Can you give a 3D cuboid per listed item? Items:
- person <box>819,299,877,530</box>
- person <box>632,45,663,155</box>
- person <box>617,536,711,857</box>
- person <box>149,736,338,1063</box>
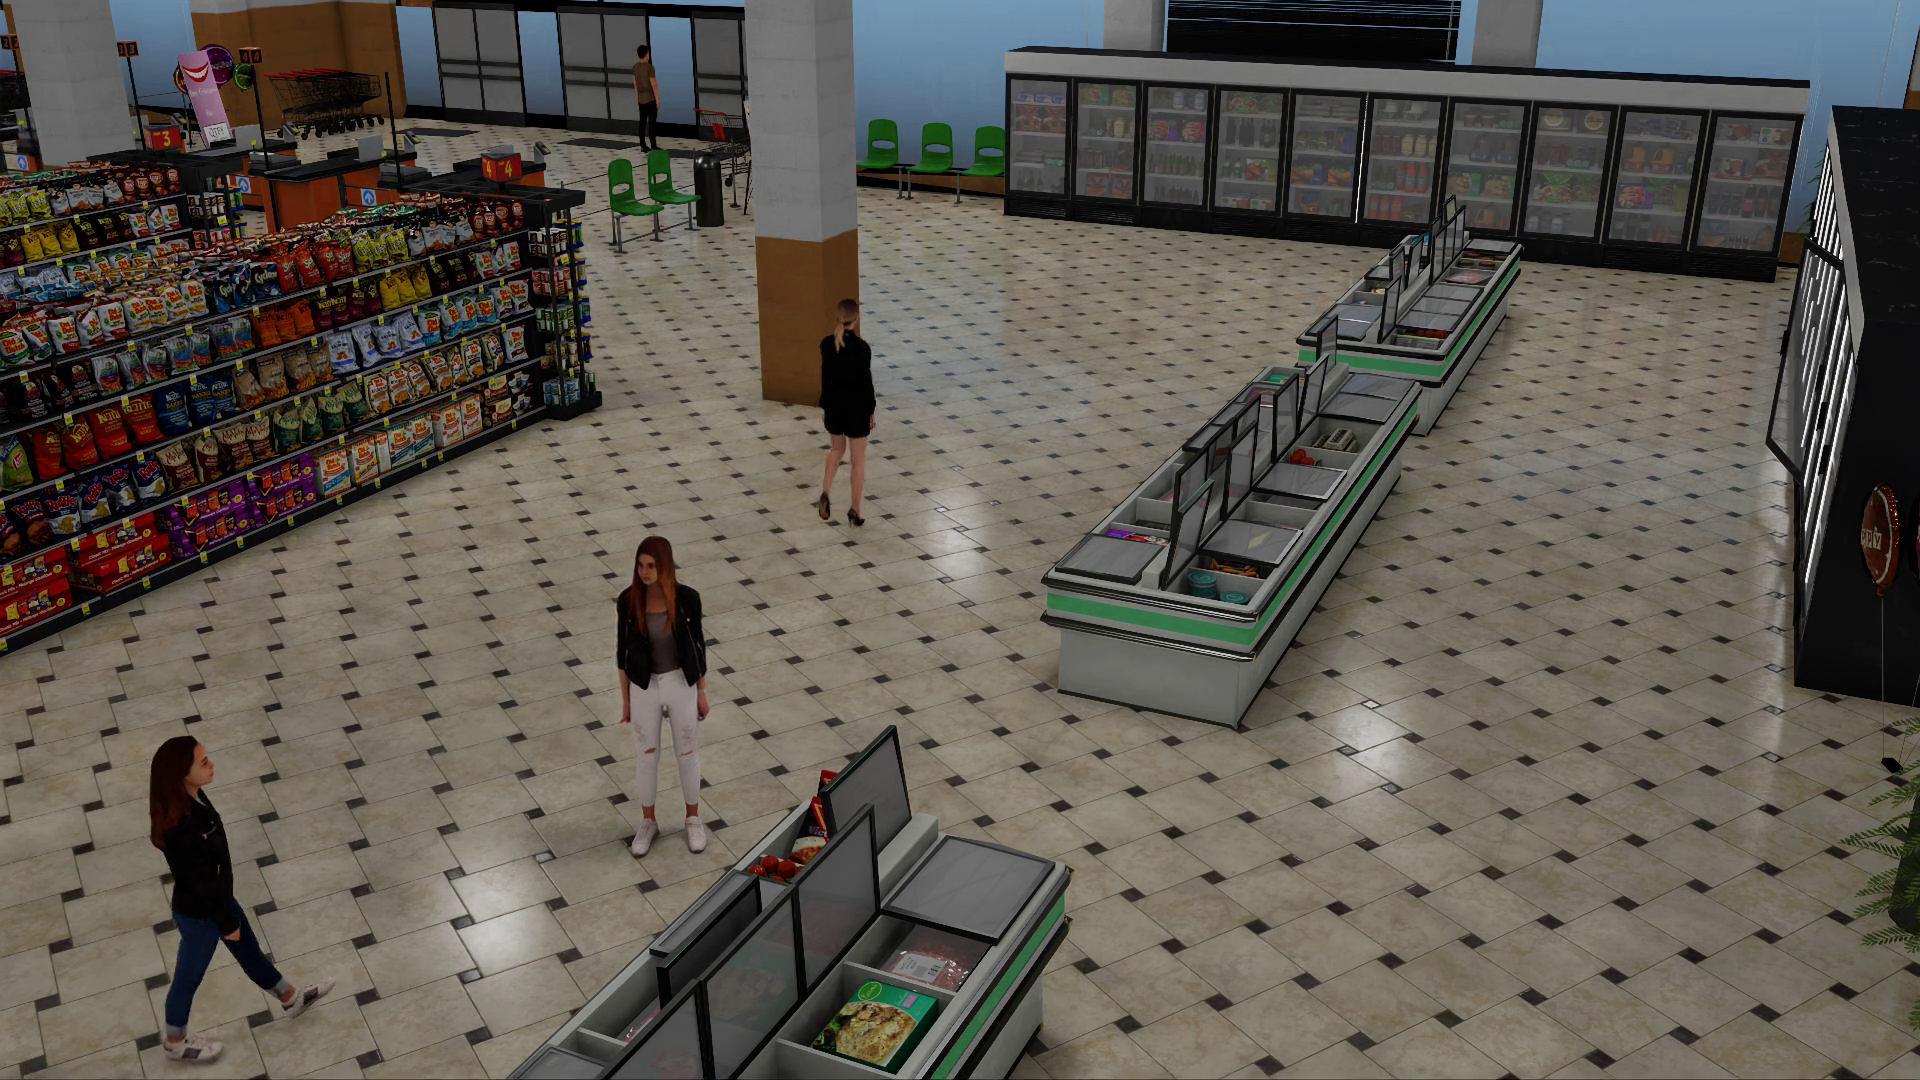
[{"bbox_3d":[-0.865,-0.890,12.286,0.587,1.756,0.724,9,24,21],"label":"person"},{"bbox_3d":[-5.492,-7.717,29.145,0.690,1.852,0.612,14,26,31],"label":"person"},{"bbox_3d":[-1.469,0.757,8.261,0.669,1.700,0.677,-2,22,-4],"label":"person"},{"bbox_3d":[-3.164,1.491,6.772,1.001,1.447,0.940,-8,23,-19],"label":"person"}]
